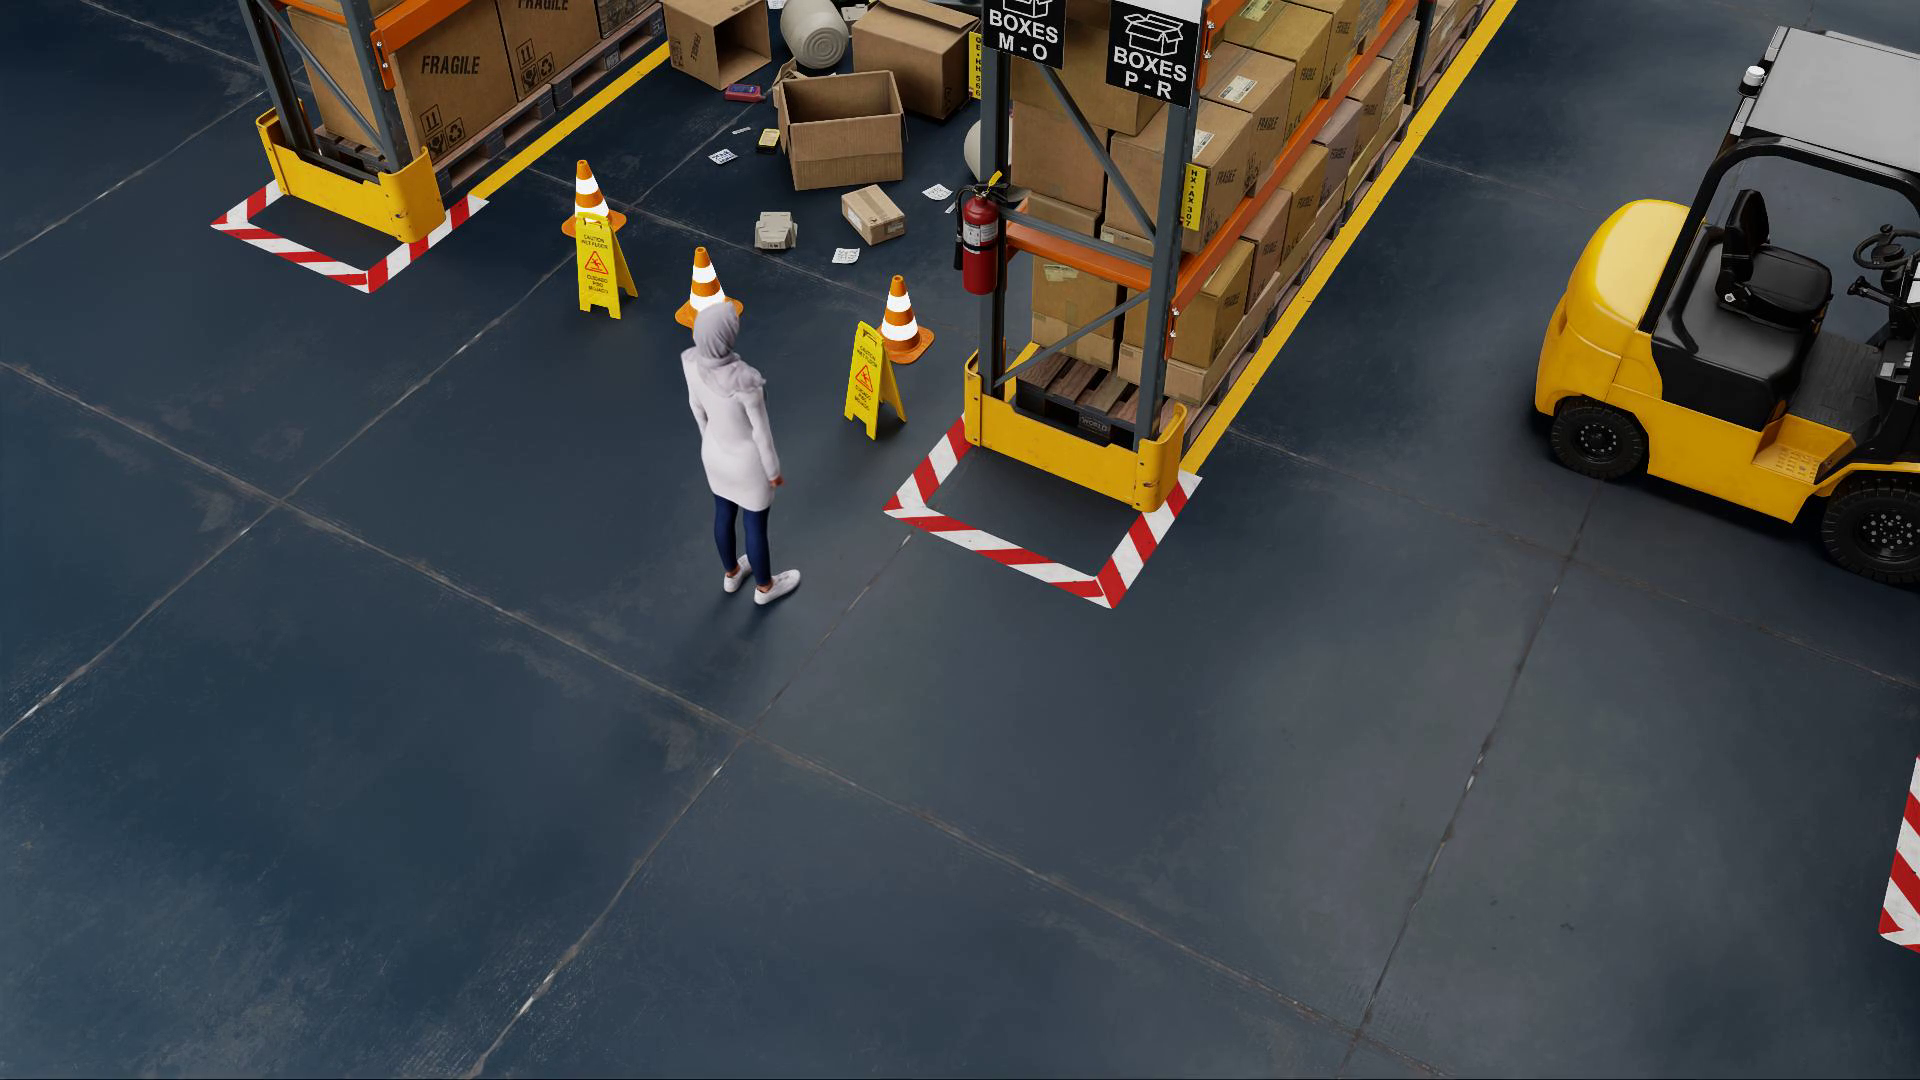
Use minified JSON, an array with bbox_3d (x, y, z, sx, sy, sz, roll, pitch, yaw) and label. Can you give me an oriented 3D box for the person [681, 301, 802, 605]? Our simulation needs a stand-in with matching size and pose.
[{"bbox_3d":[-1.039,-0.378,7.711,0.625,1.775,0.547,27,53,23],"label":"person"}]
